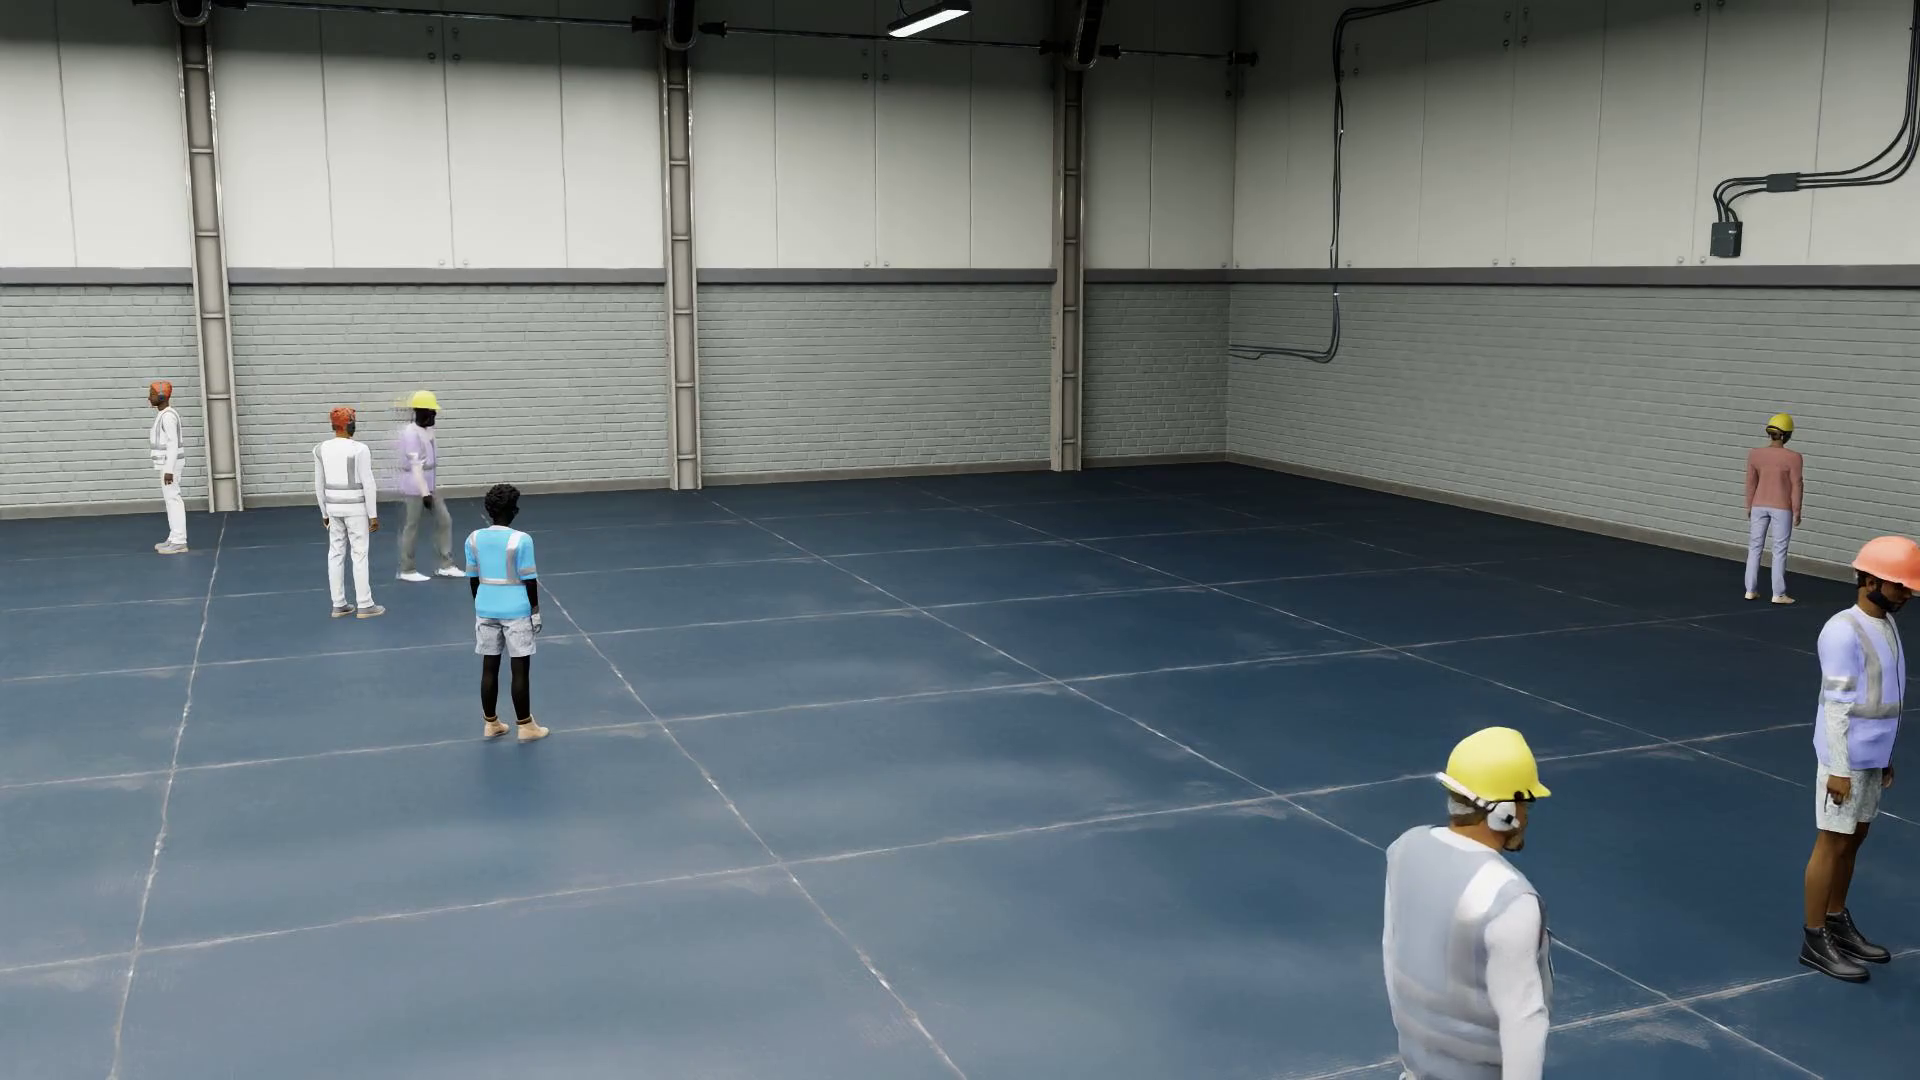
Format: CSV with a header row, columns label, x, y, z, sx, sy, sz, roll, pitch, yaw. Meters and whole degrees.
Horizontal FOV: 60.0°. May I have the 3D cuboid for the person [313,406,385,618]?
label,x,y,z,sx,sy,sz,roll,pitch,yaw
person,-5.415,-0.242,14.733,0.574,1.883,0.356,2,9,15

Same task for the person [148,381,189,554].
label,x,y,z,sx,sy,sz,roll,pitch,yaw
person,-8.675,-0.795,18.202,0.350,1.882,0.583,-5,10,-30

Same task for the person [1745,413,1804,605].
label,x,y,z,sx,sy,sz,roll,pitch,yaw
person,7.530,-0.288,15.386,0.312,1.768,0.530,-7,11,-37

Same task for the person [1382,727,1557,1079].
label,x,y,z,sx,sy,sz,roll,pitch,yaw
person,1.398,1.406,4.548,0.404,1.827,0.600,-3,10,-19

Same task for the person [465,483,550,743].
label,x,y,z,sx,sy,sz,roll,pitch,yaw
person,-2.950,0.477,10.809,0.531,1.693,0.320,4,10,21

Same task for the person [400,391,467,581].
label,x,y,z,sx,sy,sz,roll,pitch,yaw
person,-5.223,-0.516,16.418,0.786,1.897,0.604,1,9,5

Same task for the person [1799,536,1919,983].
label,x,y,z,sx,sy,sz,roll,pitch,yaw
person,3.922,0.932,7.218,0.543,1.928,0.374,-8,12,-42
